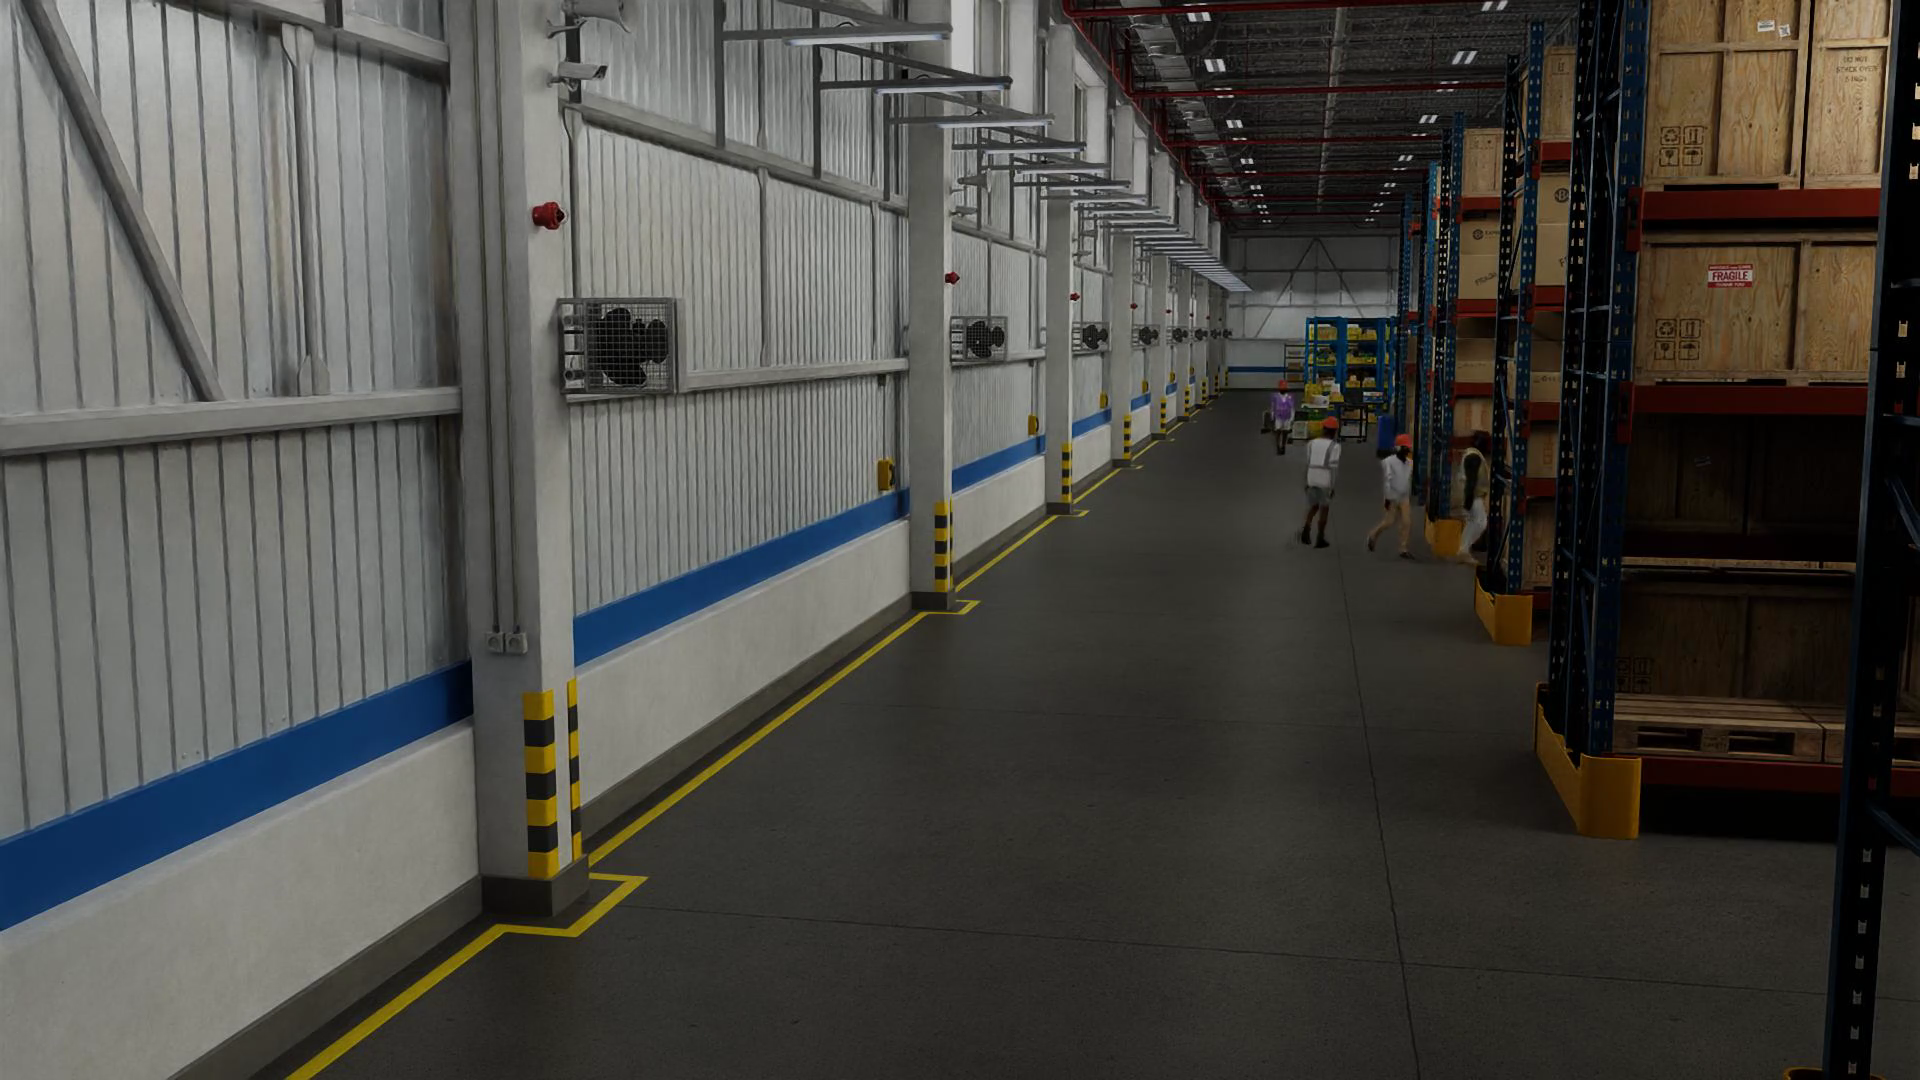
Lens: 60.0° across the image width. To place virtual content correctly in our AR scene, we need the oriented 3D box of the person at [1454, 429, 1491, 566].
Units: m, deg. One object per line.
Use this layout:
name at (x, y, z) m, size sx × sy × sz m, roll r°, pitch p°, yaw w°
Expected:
person at (6.815, -0.557, 22.065) m, size 0.439 × 1.818 × 0.646 m, roll 2°, pitch 7°, yaw 17°

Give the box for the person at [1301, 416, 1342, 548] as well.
person at (5.211, -0.829, 23.891) m, size 0.565 × 1.907 × 0.539 m, roll 7°, pitch 10°, yaw 44°

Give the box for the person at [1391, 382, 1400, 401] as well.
person at (12.335, -3.601, 46.785) m, size 0.346 × 1.735 × 0.485 m, roll -5°, pitch 9°, yaw -33°

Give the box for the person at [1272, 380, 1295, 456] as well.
person at (8.128, -3.056, 41.787) m, size 0.550 × 1.880 × 1.009 m, roll 0°, pitch 7°, yaw 2°

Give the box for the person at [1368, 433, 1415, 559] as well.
person at (5.973, -0.617, 22.908) m, size 0.554 × 1.726 × 0.690 m, roll -3°, pitch 8°, yaw -24°

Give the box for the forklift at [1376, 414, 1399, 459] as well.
forklift at (10.975, -3.302, 39.822) m, size 1.873 × 2.768 × 1.129 m, roll 1°, pitch 7°, yaw 12°
